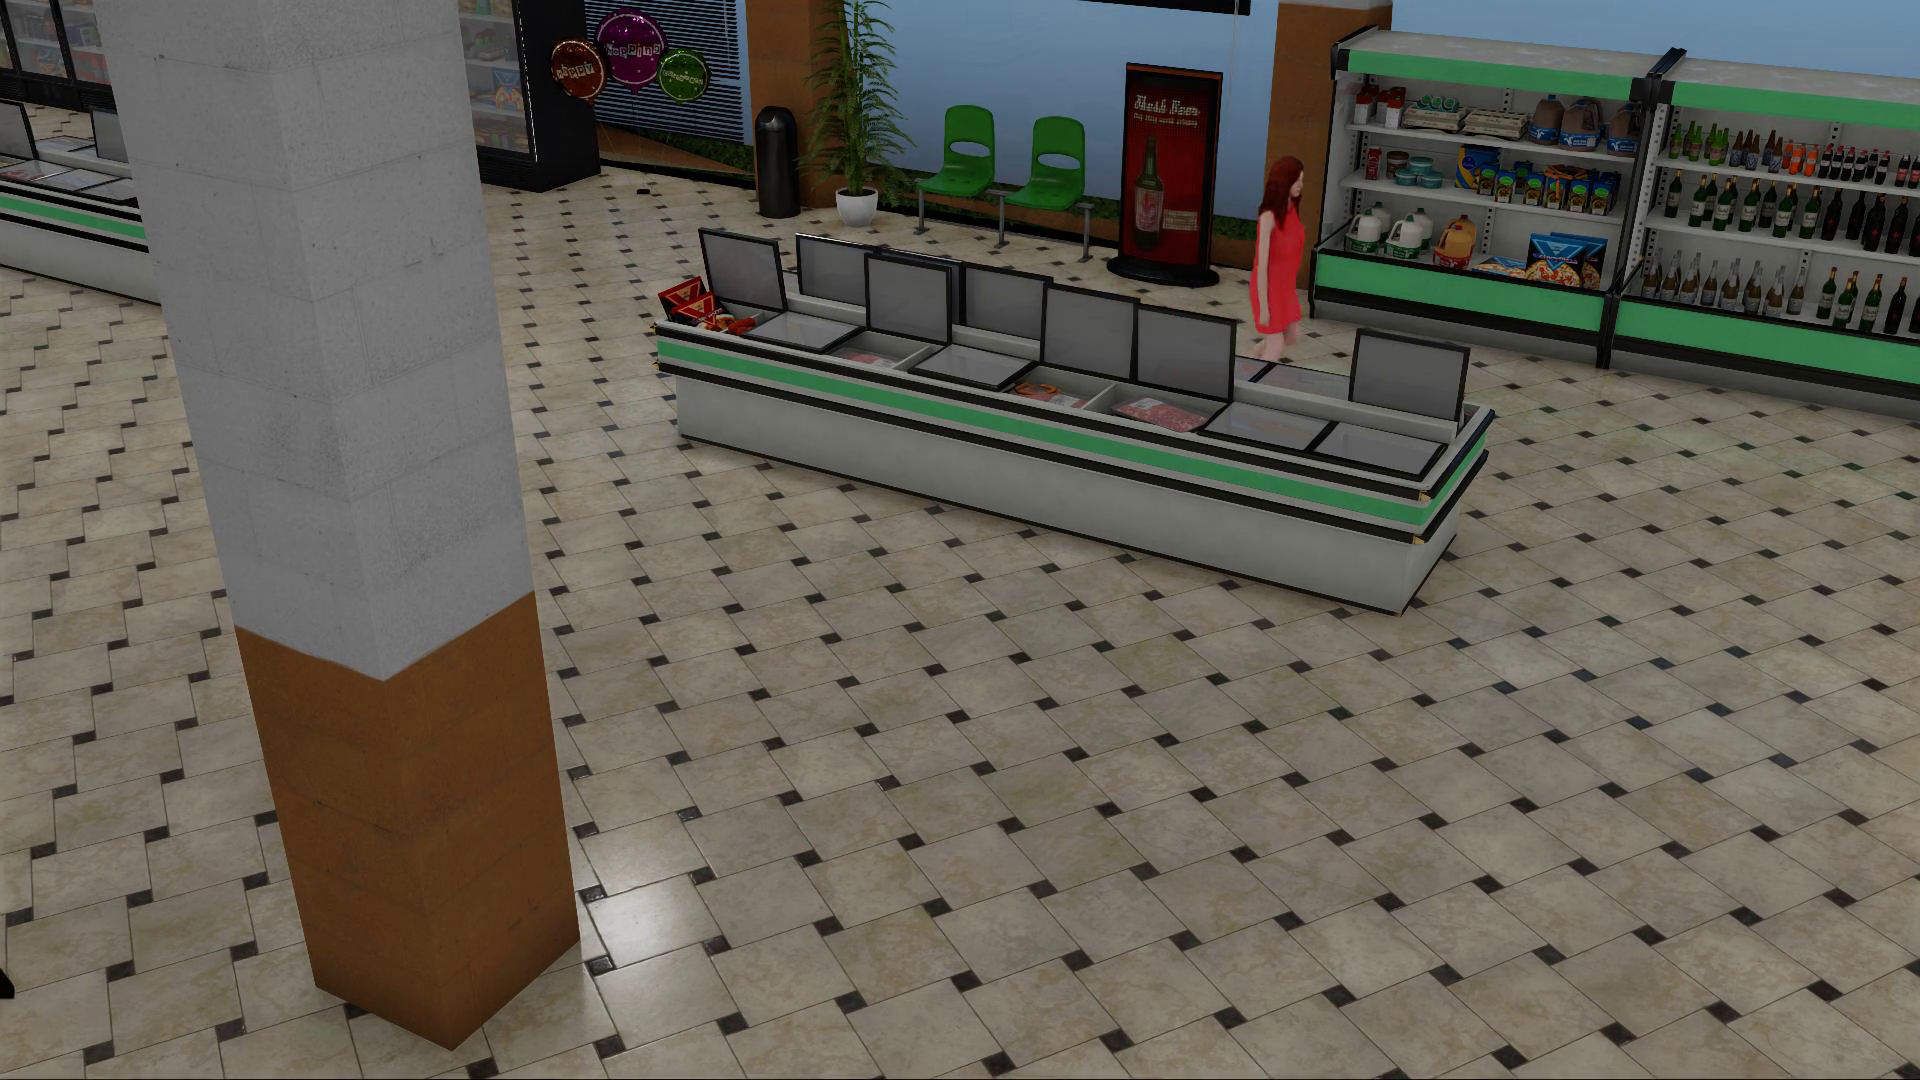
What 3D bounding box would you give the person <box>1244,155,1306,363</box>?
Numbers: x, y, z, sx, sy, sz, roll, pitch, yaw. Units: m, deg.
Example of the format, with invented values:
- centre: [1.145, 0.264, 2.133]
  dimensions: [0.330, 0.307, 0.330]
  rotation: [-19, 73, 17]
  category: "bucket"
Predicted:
- centre: [1.923, -1.575, 10.670]
  dimensions: [0.804, 1.807, 0.633]
  rotation: [16, 31, 29]
  category: "person"
